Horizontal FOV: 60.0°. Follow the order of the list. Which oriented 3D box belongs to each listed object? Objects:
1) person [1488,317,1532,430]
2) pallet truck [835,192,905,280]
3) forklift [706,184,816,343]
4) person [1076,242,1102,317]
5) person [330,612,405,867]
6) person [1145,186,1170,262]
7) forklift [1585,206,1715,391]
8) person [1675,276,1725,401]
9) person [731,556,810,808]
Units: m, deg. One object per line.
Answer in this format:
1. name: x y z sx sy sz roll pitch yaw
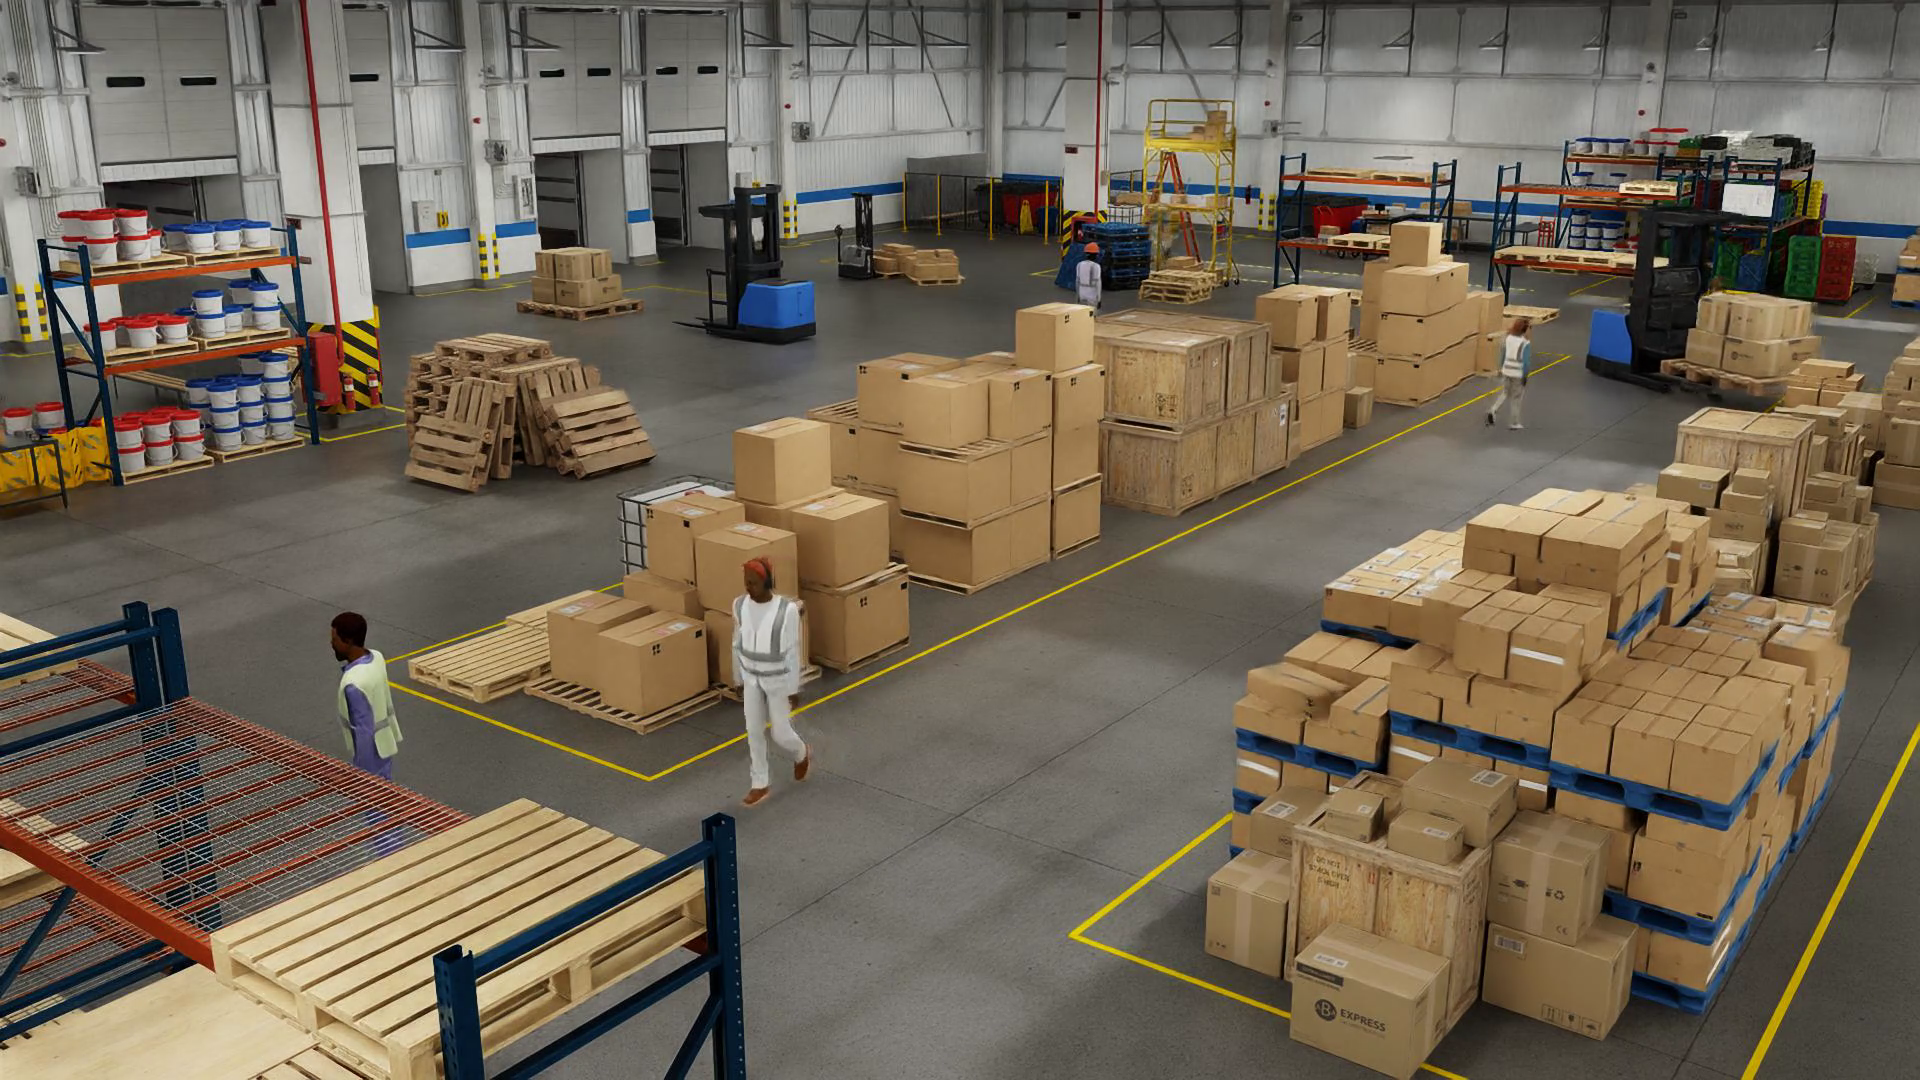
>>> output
1. person: 7.868 -2.363 23.719 0.495 1.629 0.526 -10 20 -30
2. pallet truck: -1.936 -7.159 38.982 1.885 1.965 0.823 -12 21 -34
3. forklift: -3.717 -5.181 30.929 1.873 2.768 1.129 12 21 35
4. person: 2.334 -4.369 29.845 0.379 1.937 0.548 -15 23 -41
5. person: -3.835 1.379 10.847 0.370 1.916 0.597 -3 17 -9
6. person: 4.936 -7.869 41.474 0.765 1.921 0.628 -8 18 -24
7. forklift: 11.322 -3.991 26.989 1.129 2.768 1.873 -6 18 -20
8. person: 11.681 -3.169 25.953 0.656 1.893 0.983 -3 17 -9
9. person: -1.393 1.010 12.137 0.602 1.875 0.600 9 19 26
